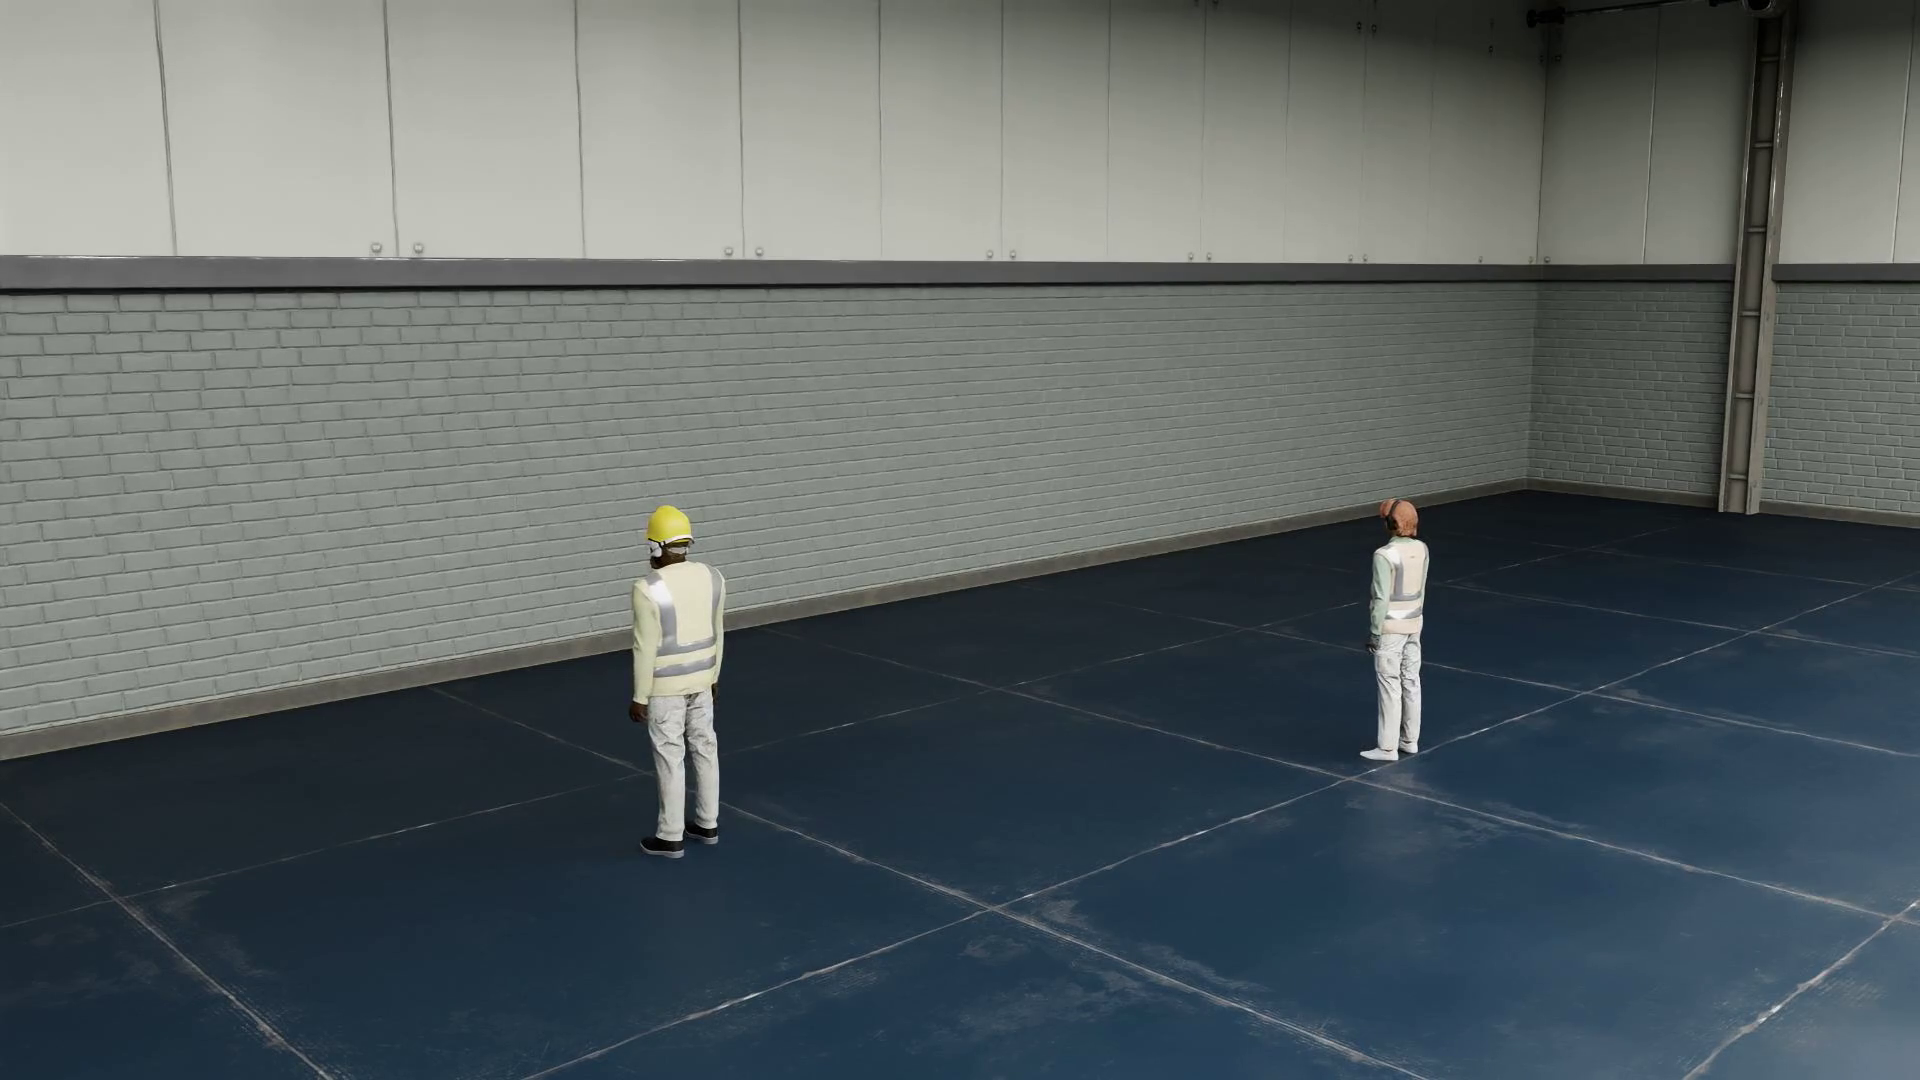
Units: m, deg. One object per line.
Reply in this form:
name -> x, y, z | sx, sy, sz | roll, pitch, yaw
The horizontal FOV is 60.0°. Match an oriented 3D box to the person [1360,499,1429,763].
person -> 2.706, 0.562, 10.322 | 0.525, 1.639, 0.307 | -8, 12, -41

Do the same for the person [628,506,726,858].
person -> -1.486, 0.732, 8.667 | 0.404, 1.835, 0.586 | 8, 12, 39
